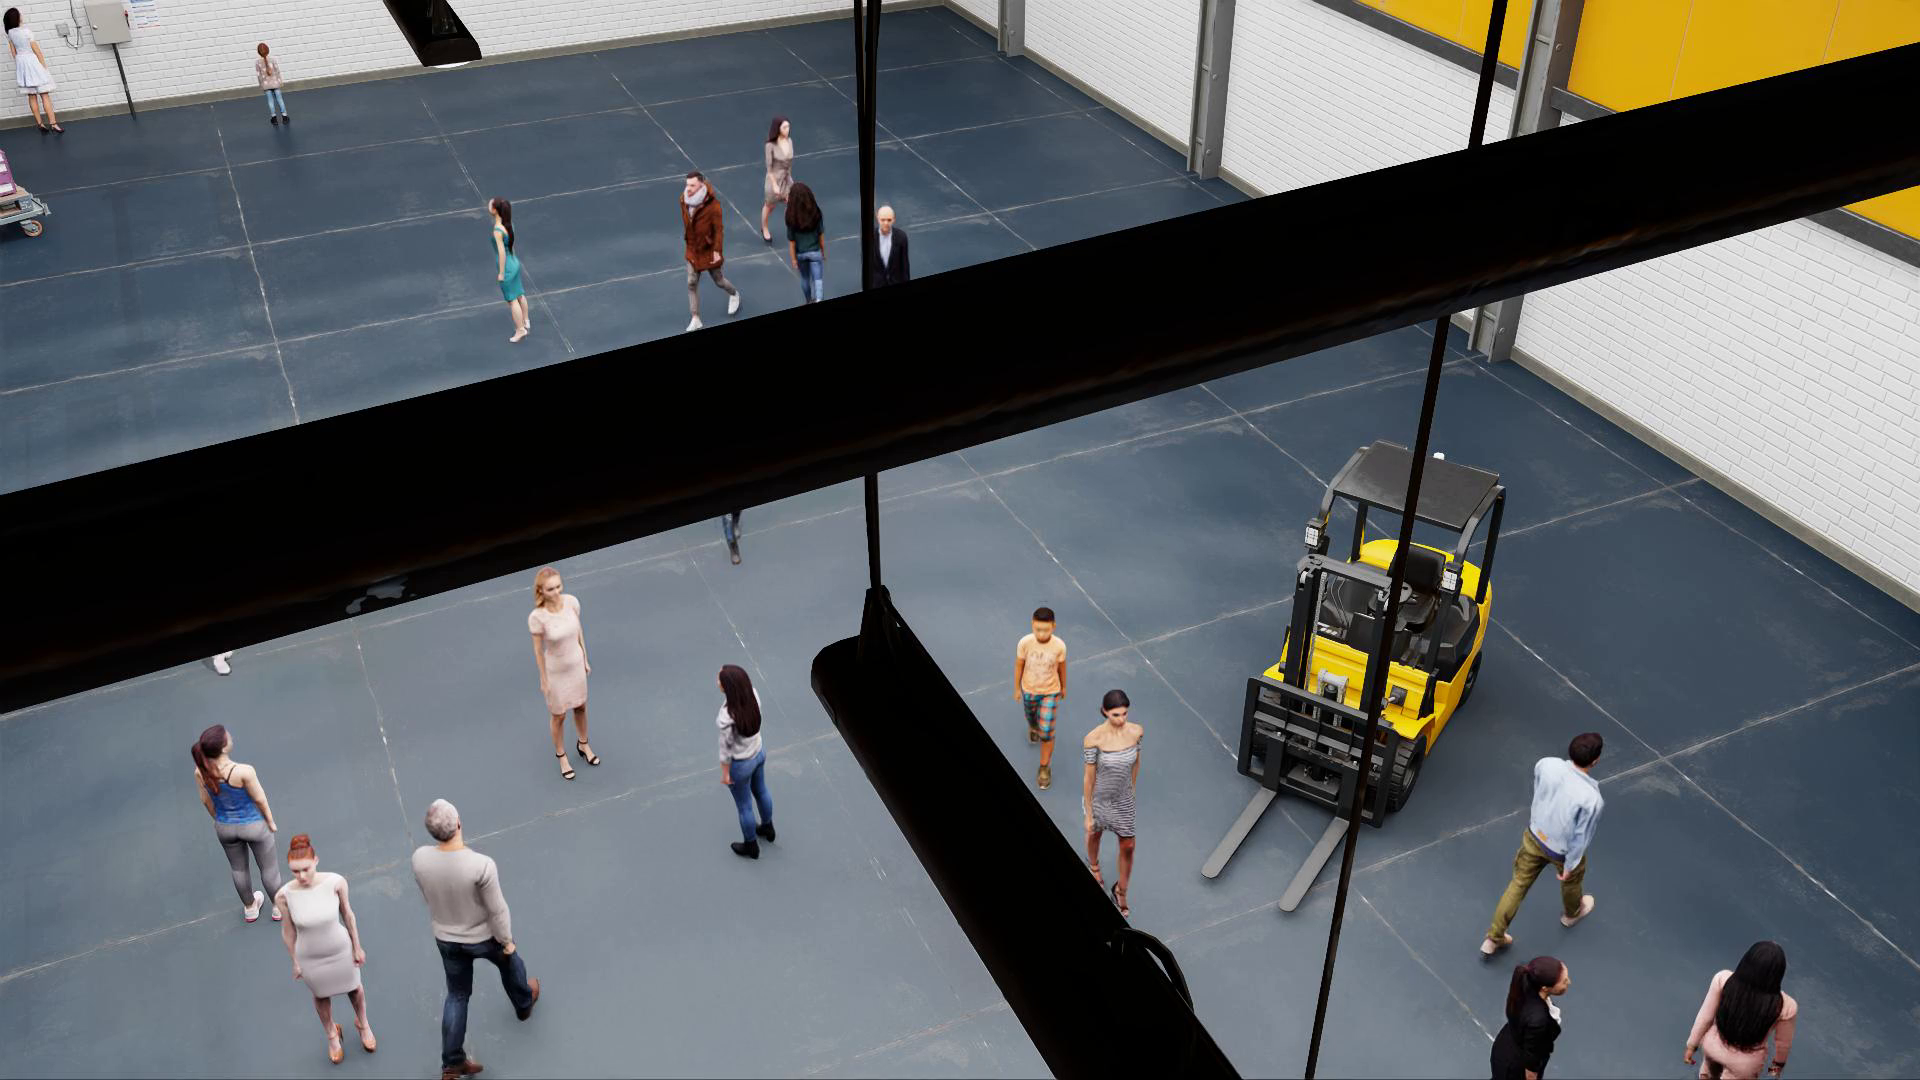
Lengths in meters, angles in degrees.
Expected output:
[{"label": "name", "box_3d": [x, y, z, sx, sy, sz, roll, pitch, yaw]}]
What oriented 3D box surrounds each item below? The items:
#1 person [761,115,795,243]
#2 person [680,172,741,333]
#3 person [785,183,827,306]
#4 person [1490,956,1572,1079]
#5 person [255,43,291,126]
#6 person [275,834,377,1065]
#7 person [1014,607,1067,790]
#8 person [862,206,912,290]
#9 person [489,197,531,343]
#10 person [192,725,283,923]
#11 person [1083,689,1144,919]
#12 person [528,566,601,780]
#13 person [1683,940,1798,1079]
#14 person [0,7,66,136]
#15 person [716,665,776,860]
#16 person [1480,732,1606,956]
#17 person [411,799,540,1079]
[{"label": "person", "box_3d": [-2.288, -4.389, 20.521, 0.845, 1.687, 1.188, -27, 42, -34]}, {"label": "person", "box_3d": [-2.828, -3.286, 18.753, 1.187, 1.806, 1.207, 14, 36, 19]}, {"label": "person", "box_3d": [-1.719, -3.223, 18.848, 0.787, 1.596, 1.050, -2, 34, -3]}, {"label": "person", "box_3d": [3.171, 2.968, 9.476, 0.751, 1.661, 0.641, 2, 34, 3]}, {"label": "person", "box_3d": [-10.144, -6.716, 24.467, 0.481, 1.194, 0.471, -13, 36, -19]}, {"label": "person", "box_3d": [-3.835, 2.489, 10.079, 0.584, 1.790, 0.491, -12, 35, -17]}, {"label": "person", "box_3d": [0.609, 1.080, 12.514, 0.873, 1.442, 1.046, 4, 34, 7]}, {"label": "person", "box_3d": [-0.795, -2.795, 18.038, 0.963, 1.779, 1.175, -1, 34, -1]}, {"label": "person", "box_3d": [-5.006, -3.004, 18.437, 0.682, 1.686, 0.575, 3, 34, 5]}, {"label": "person", "box_3d": [-4.807, 1.900, 11.129, 0.644, 1.609, 0.652, 1, 34, 1]}, {"label": "person", "box_3d": [0.968, 1.701, 11.252, 0.676, 1.805, 0.787, -8, 34, -12]}, {"label": "person", "box_3d": [-2.947, 0.973, 12.341, 0.628, 1.811, 0.600, -28, 42, -35]}, {"label": "person", "box_3d": [4.331, 3.000, 9.419, 1.186, 1.671, 1.041, 24, 40, 31]}, {"label": "person", "box_3d": [-13.373, -6.753, 23.960, 0.849, 1.816, 0.896, 4, 34, 6]}, {"label": "person", "box_3d": [-1.497, 1.540, 11.652, 0.704, 1.630, 0.667, 15, 36, 21]}, {"label": "person", "box_3d": [3.796, 2.010, 10.825, 0.876, 1.762, 1.191, -20, 39, -27]}, {"label": "person", "box_3d": [-3.017, 2.454, 10.071, 1.169, 1.857, 1.320, 7, 34, 10]}]
